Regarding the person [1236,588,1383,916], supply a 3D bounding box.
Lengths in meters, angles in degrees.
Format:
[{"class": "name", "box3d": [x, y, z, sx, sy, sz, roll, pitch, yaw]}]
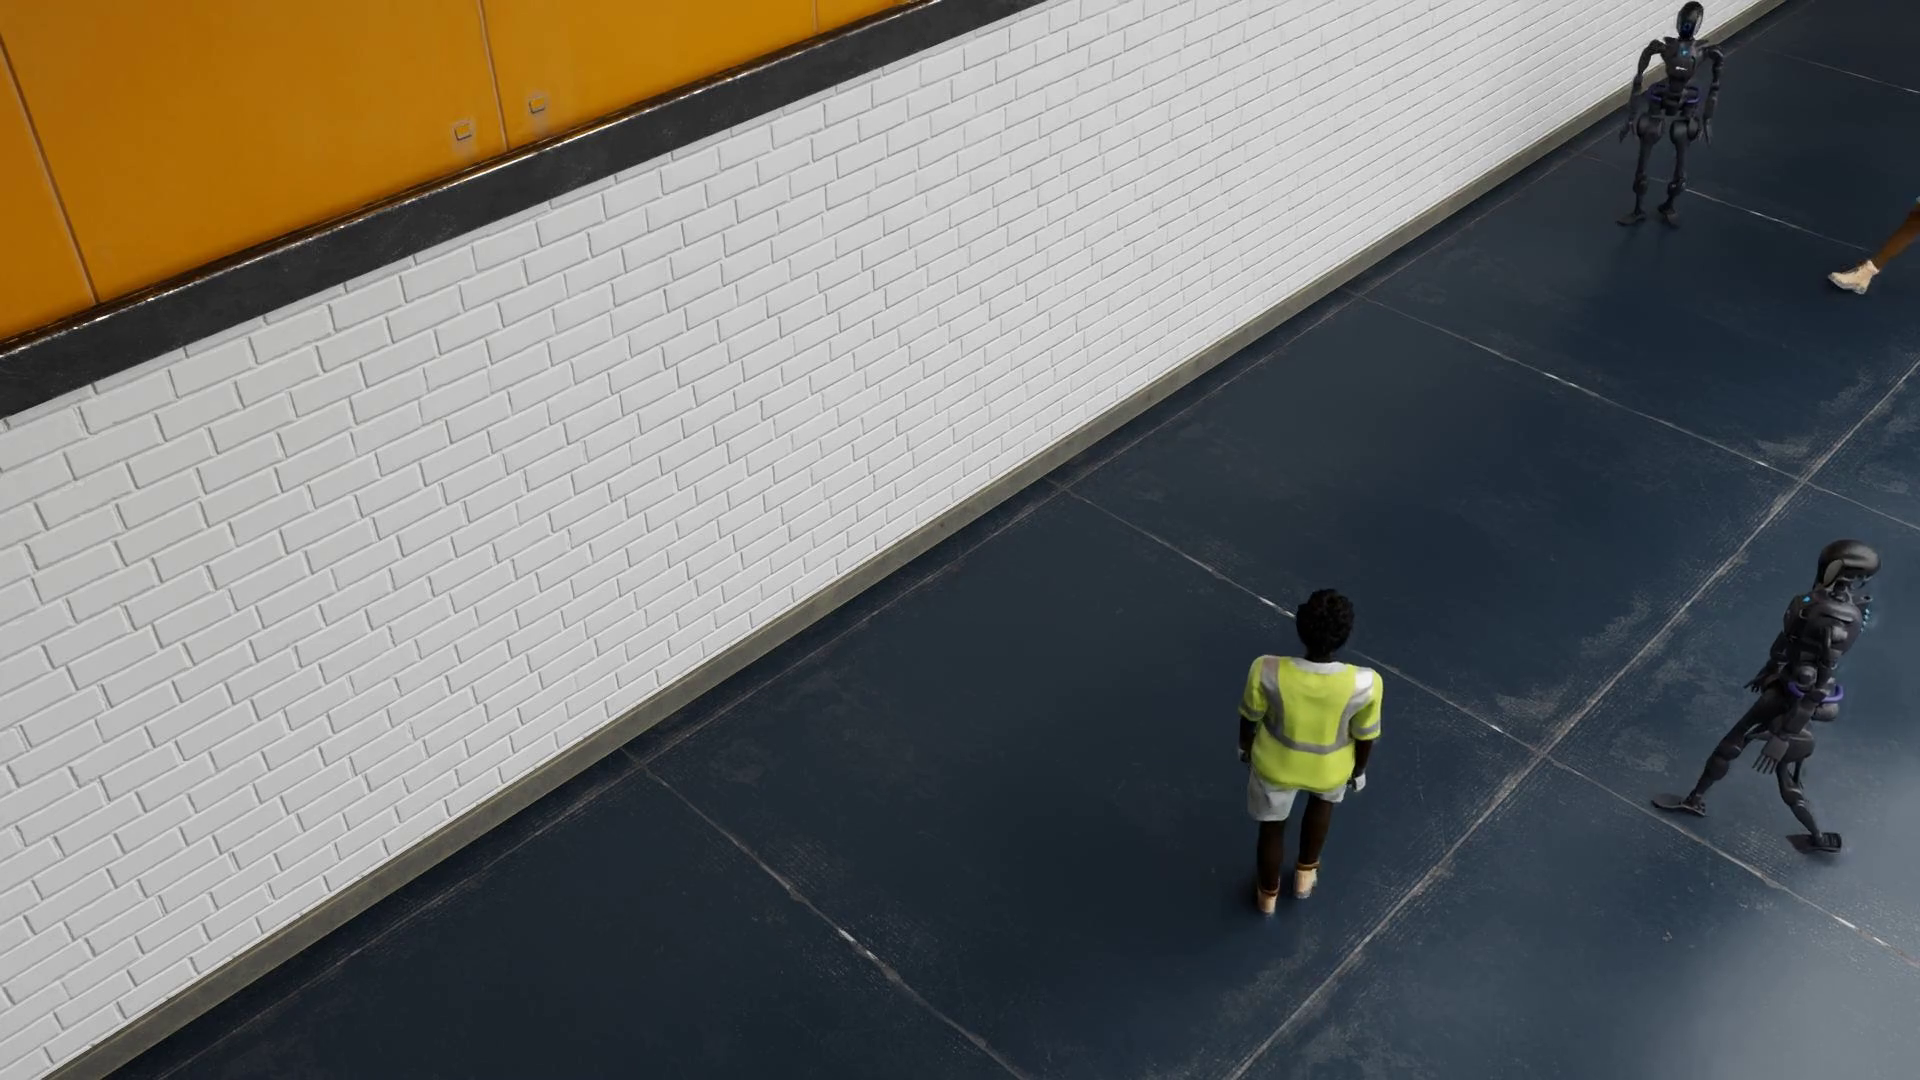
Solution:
[{"class": "person", "box3d": [1.375, 0.852, 6.712, 0.550, 1.682, 0.444, 6, 39, 8]}]

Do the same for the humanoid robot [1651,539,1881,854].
[{"class": "humanoid robot", "box3d": [3.533, 0.682, 6.991, 0.771, 1.653, 0.583, 10, 40, 12]}]

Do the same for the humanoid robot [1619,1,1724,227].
[{"class": "humanoid robot", "box3d": [4.898, -2.922, 11.446, 0.614, 1.636, 0.419, 12, 40, 14]}]

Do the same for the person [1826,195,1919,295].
[{"class": "person", "box3d": [6.362, -2.328, 10.476, 1.102, 1.959, 0.603, 4, 39, 5]}]
